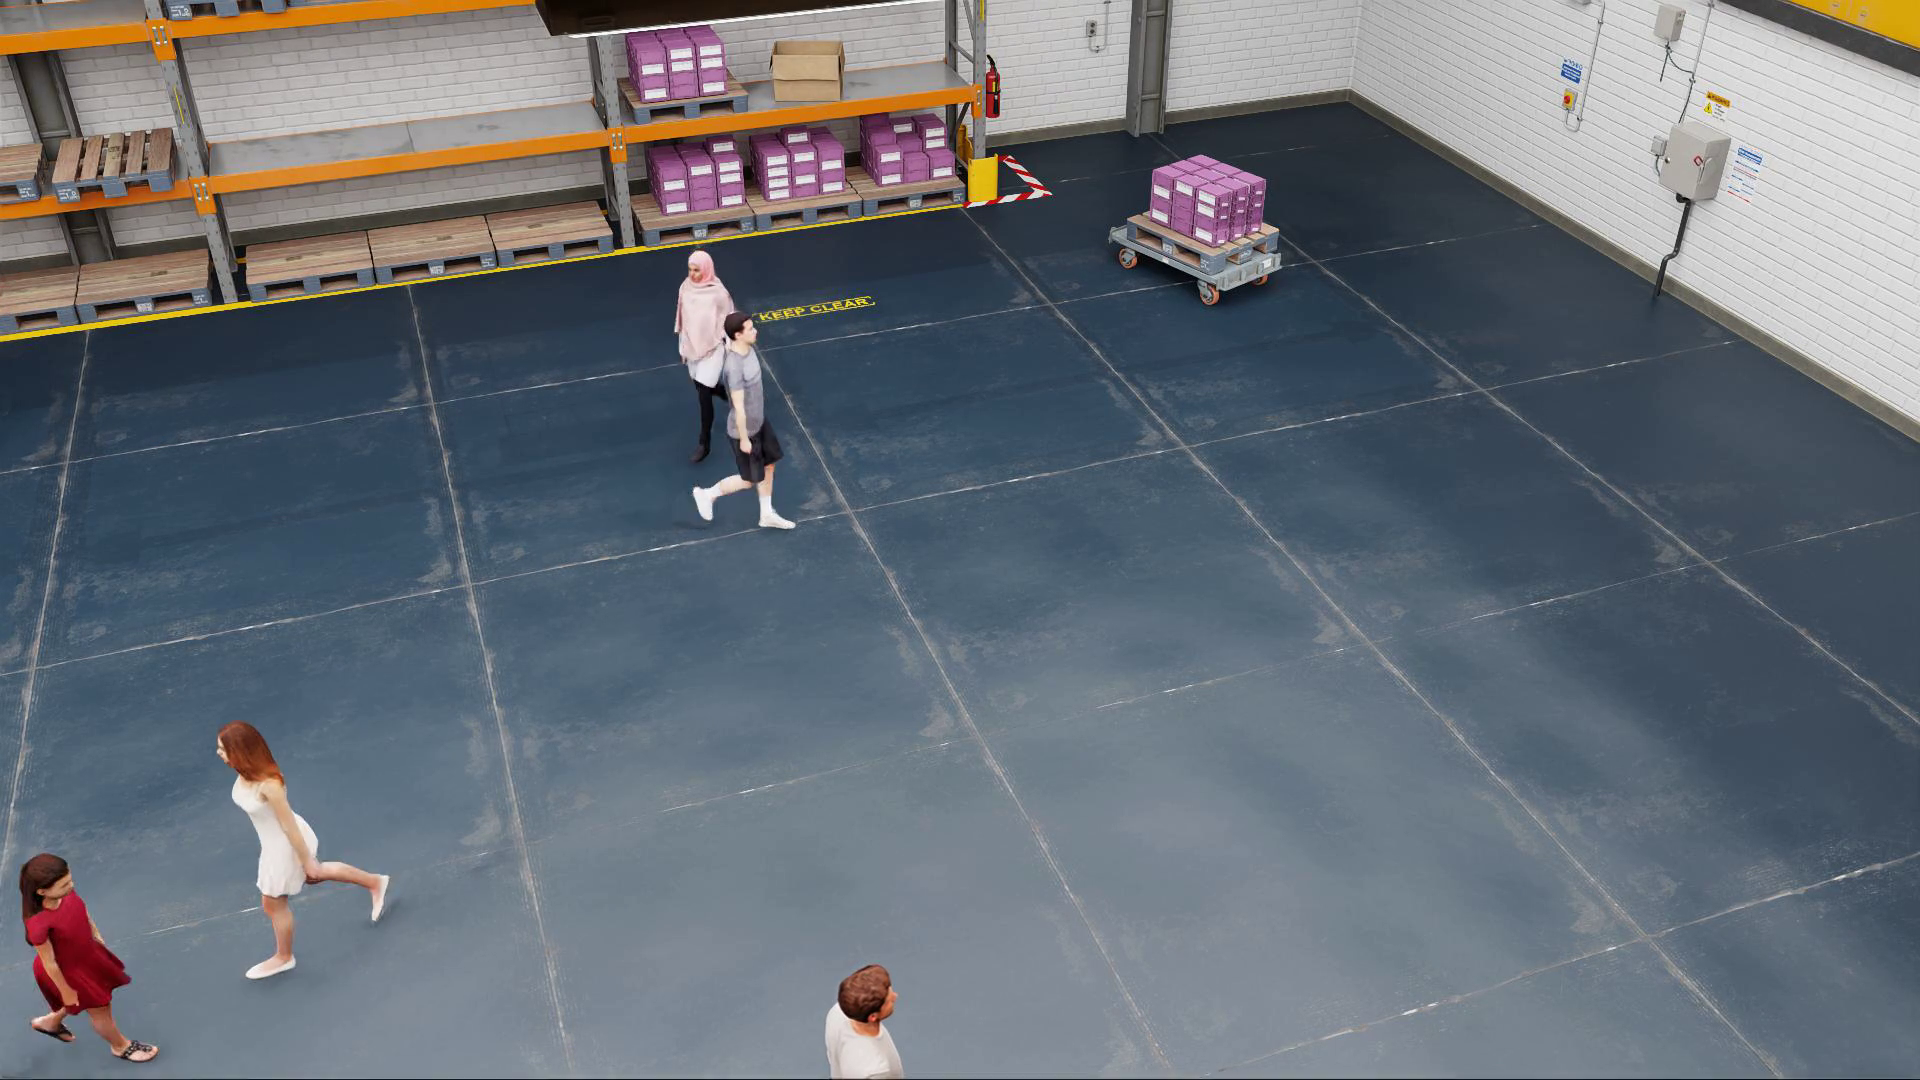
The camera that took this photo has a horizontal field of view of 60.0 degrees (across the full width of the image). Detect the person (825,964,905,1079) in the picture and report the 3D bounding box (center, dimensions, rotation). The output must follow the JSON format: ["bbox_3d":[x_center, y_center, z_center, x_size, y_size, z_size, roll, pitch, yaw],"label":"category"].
[{"bbox_3d":[-0.404,2.598,7.433,0.592,1.903,0.690,-15,36,-21],"label":"person"}]

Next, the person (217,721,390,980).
[{"bbox_3d":[-3.603,1.626,9.106,1.191,1.672,0.851,-25,41,-32],"label":"person"}]

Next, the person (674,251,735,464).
[{"bbox_3d":[-2.065,-1.574,13.821,1.103,1.779,1.164,15,36,21],"label":"person"}]

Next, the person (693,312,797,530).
[{"bbox_3d":[-1.717,-0.873,12.707,1.134,1.847,0.992,7,34,10],"label":"person"}]

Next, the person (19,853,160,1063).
[{"bbox_3d":[-4.584,2.147,8.449,0.922,1.530,0.744,-3,34,-5],"label":"person"}]
